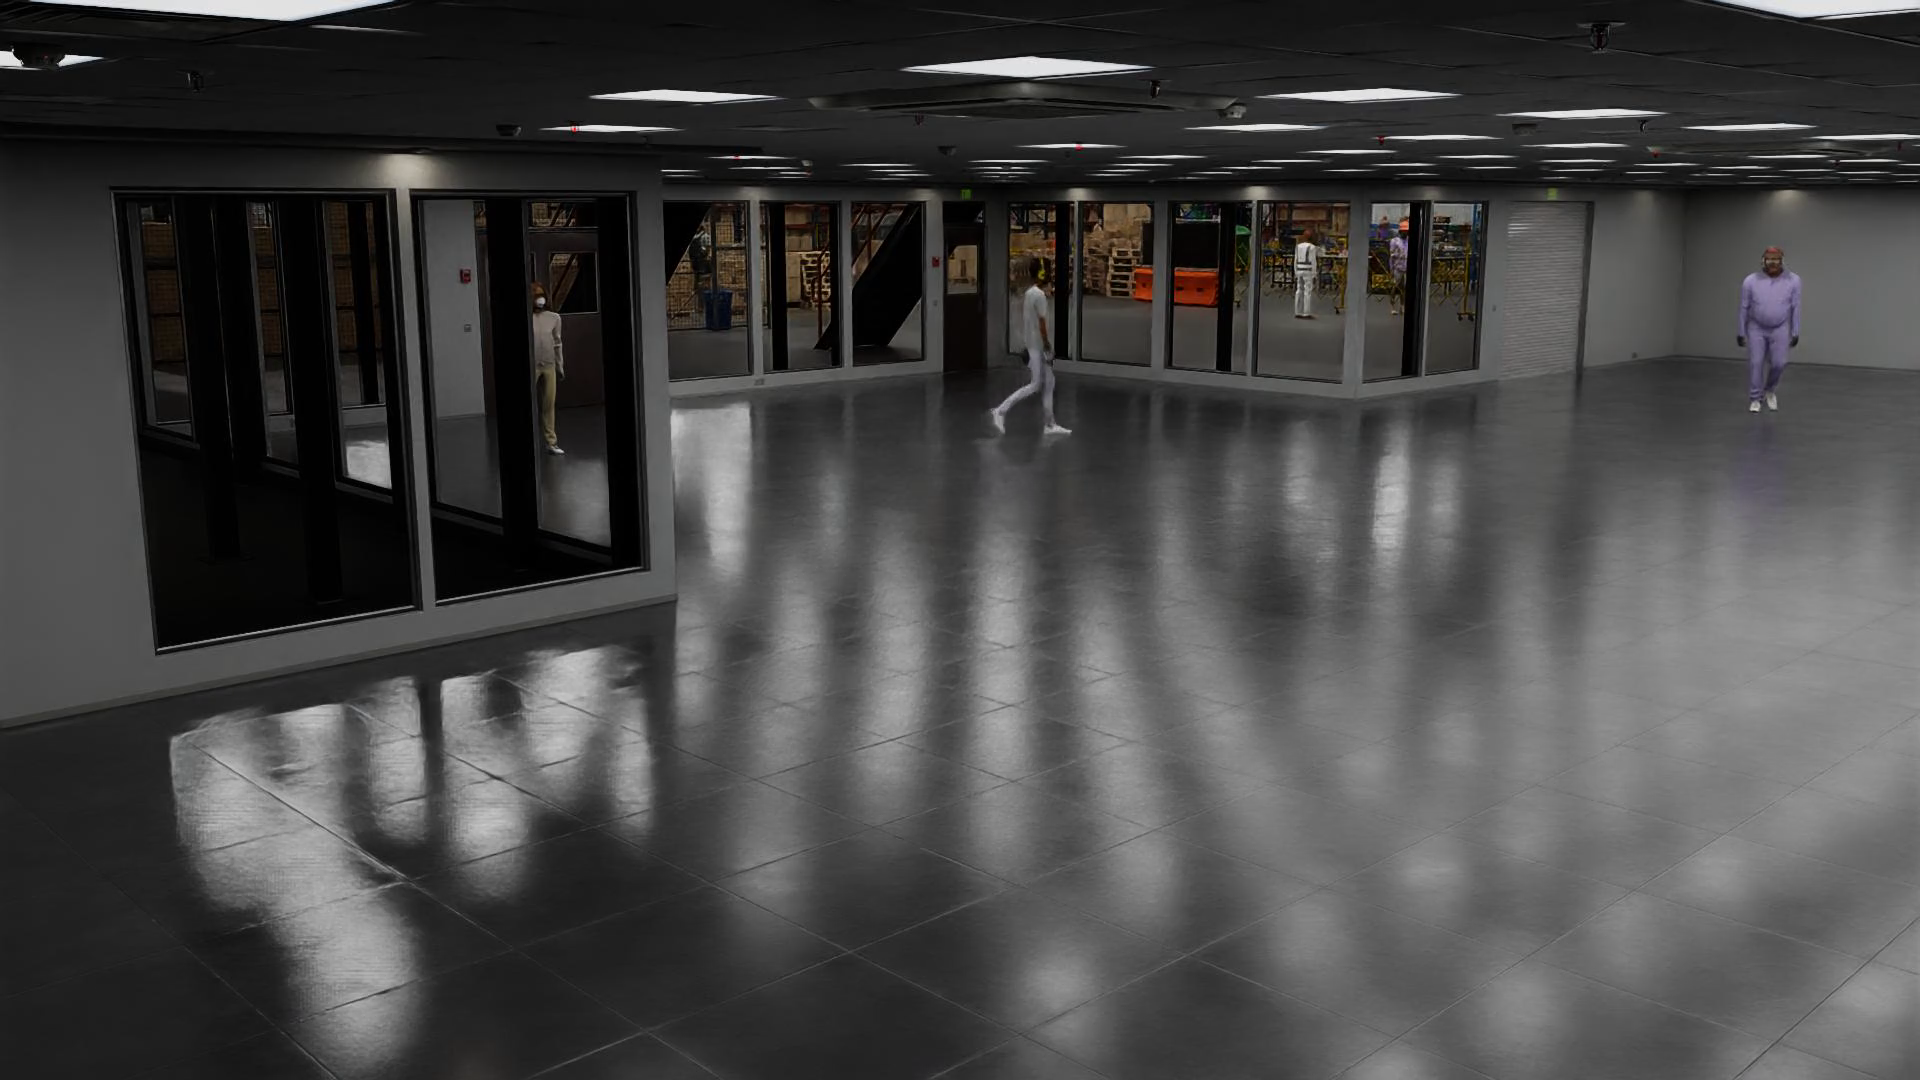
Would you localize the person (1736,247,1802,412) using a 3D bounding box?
[{"bbox_3d":[9.208,-2.388,18.970,0.669,1.887,0.449,5,12,23],"label":"person"}]

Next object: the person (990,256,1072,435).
[{"bbox_3d":[0.731,-1.977,17.043,0.804,1.842,0.519,-1,11,-5],"label":"person"}]
